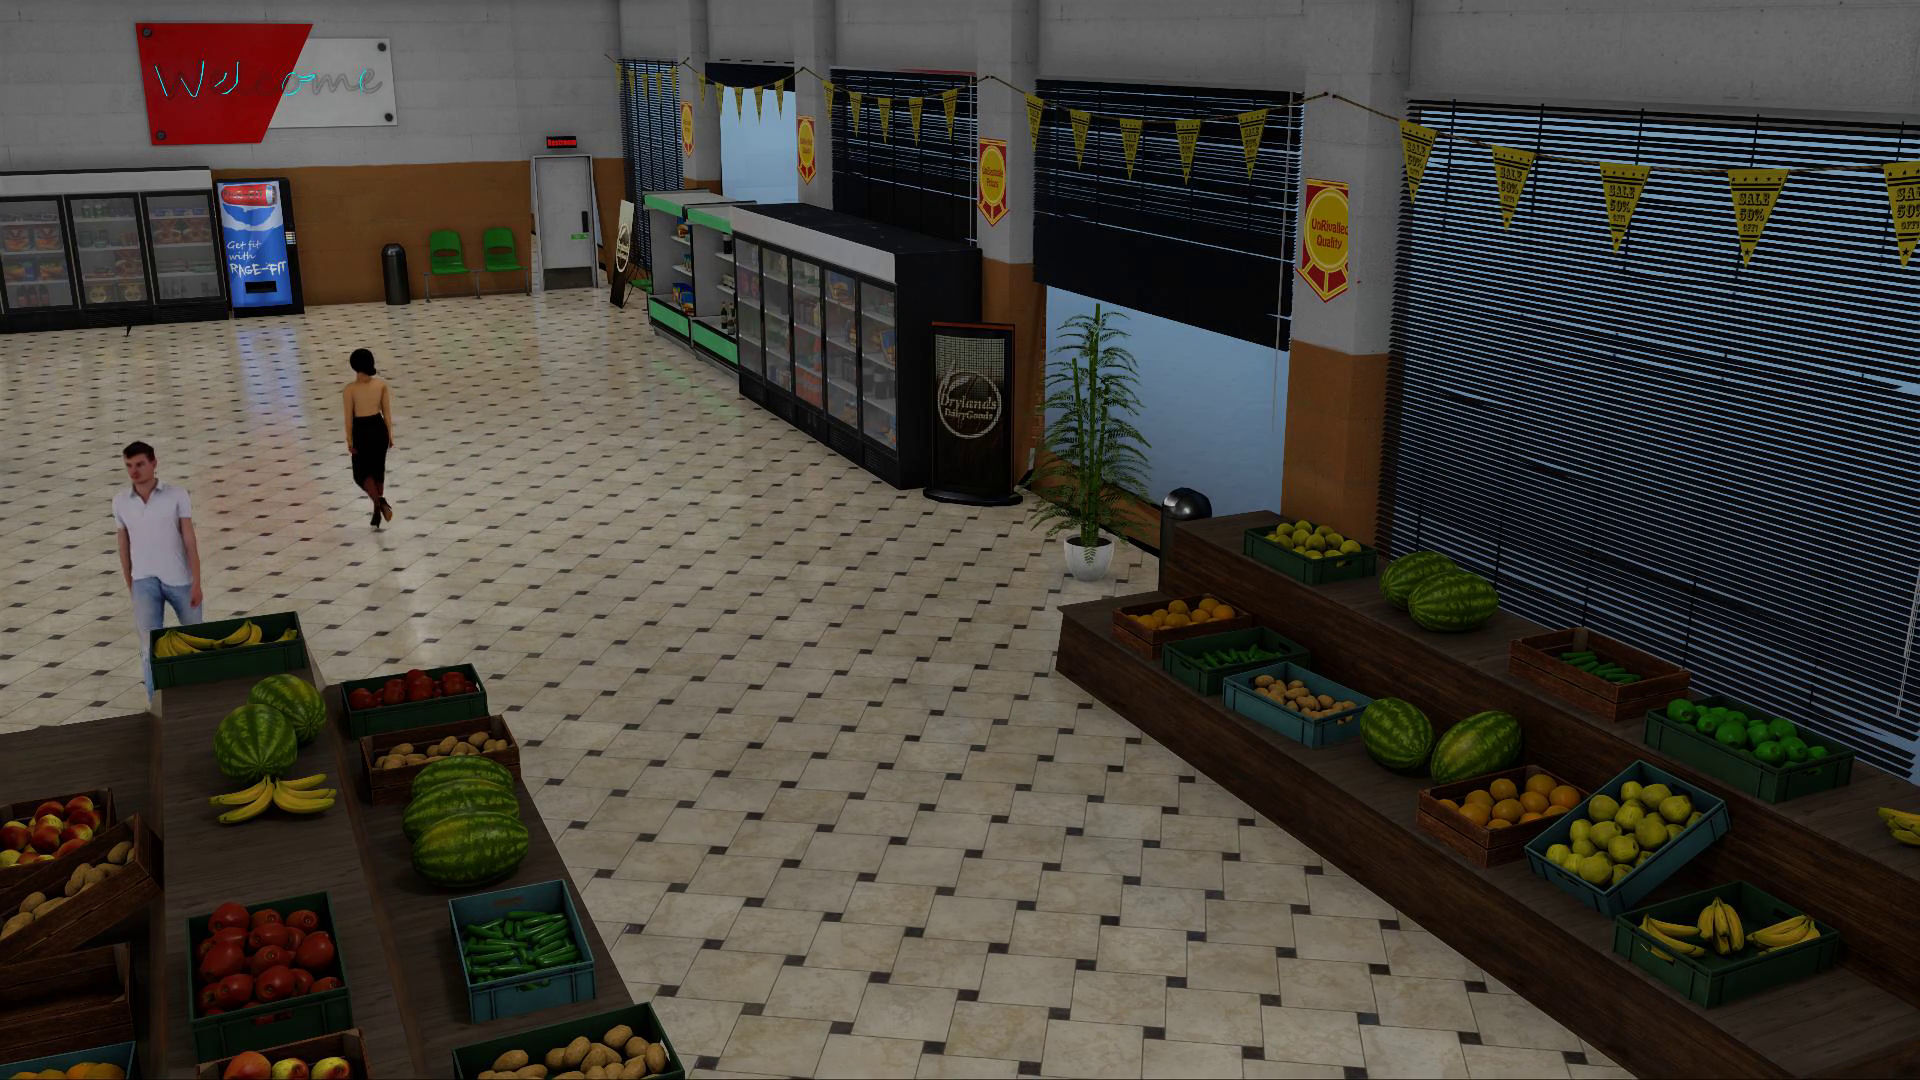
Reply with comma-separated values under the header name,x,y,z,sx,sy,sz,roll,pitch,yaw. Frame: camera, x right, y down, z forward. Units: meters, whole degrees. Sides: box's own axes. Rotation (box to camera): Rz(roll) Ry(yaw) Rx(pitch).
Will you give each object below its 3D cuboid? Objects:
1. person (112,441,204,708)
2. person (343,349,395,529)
name,x,y,z,sx,sy,sz,roll,pitch,yaw
person,-5.066,0.263,10.669,0.793,1.819,1.234,-4,17,-14
person,-5.181,-0.856,14.667,0.699,1.637,0.900,-13,21,-37
